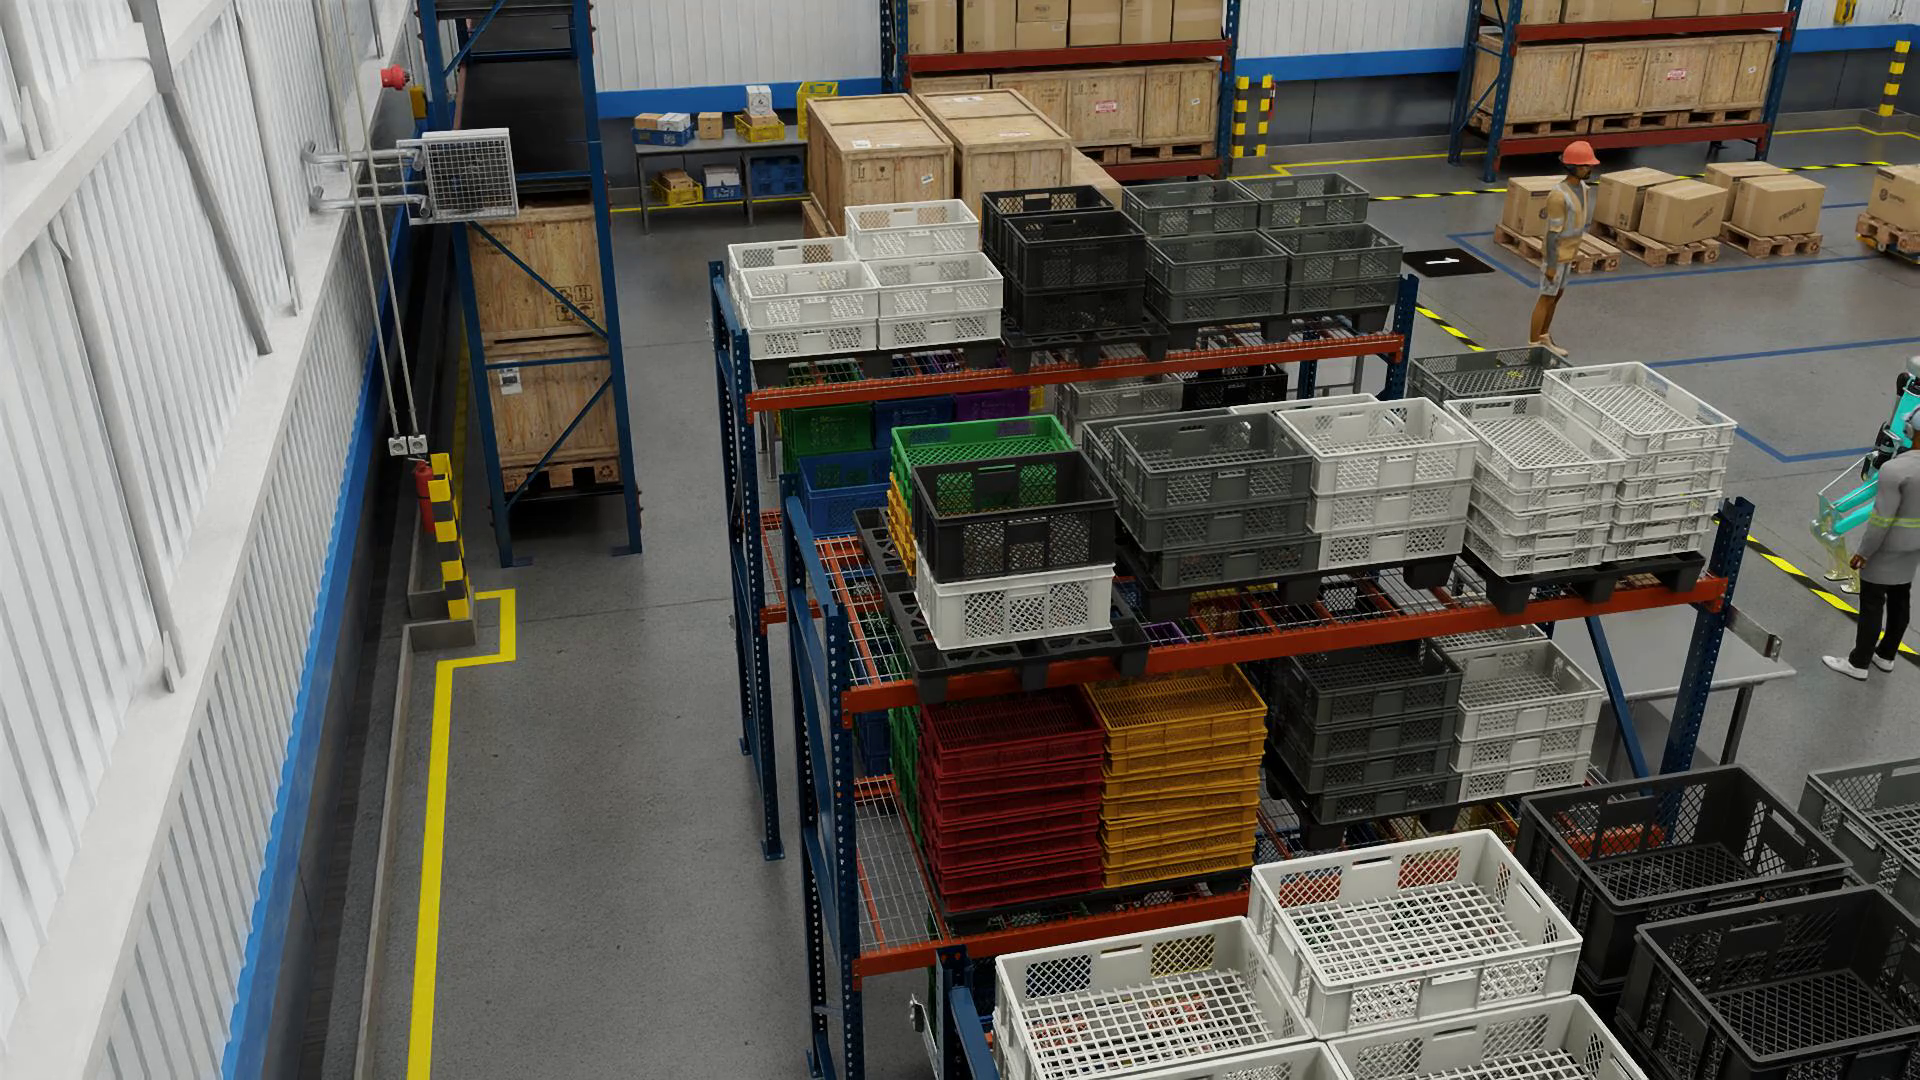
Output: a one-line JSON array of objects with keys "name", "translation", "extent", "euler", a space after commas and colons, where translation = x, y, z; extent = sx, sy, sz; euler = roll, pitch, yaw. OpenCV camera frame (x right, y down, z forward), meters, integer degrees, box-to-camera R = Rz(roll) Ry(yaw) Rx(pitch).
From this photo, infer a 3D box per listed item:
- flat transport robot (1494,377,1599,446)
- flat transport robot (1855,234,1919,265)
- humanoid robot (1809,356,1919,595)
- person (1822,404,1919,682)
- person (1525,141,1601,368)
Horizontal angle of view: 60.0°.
[{"name": "flat transport robot", "translation": [4.780, -1.036, 14.013], "extent": [0.659, 0.231, 1.431], "euler": [-6, 28, -12]}, {"name": "flat transport robot", "translation": [10.486, -3.152, 17.997], "extent": [0.652, 0.197, 1.431], "euler": [-6, 28, -12]}, {"name": "humanoid robot", "translation": [6.075, -0.431, 11.141], "extent": [0.735, 1.681, 0.533], "euler": [-1, 28, -2]}, {"name": "person", "translation": [5.790, 0.006, 10.339], "extent": [0.592, 1.849, 0.395], "euler": [-10, 29, -18]}, {"name": "person", "translation": [5.450, -2.584, 15.045], "extent": [0.366, 2.048, 0.606], "euler": [19, 33, 32]}]
